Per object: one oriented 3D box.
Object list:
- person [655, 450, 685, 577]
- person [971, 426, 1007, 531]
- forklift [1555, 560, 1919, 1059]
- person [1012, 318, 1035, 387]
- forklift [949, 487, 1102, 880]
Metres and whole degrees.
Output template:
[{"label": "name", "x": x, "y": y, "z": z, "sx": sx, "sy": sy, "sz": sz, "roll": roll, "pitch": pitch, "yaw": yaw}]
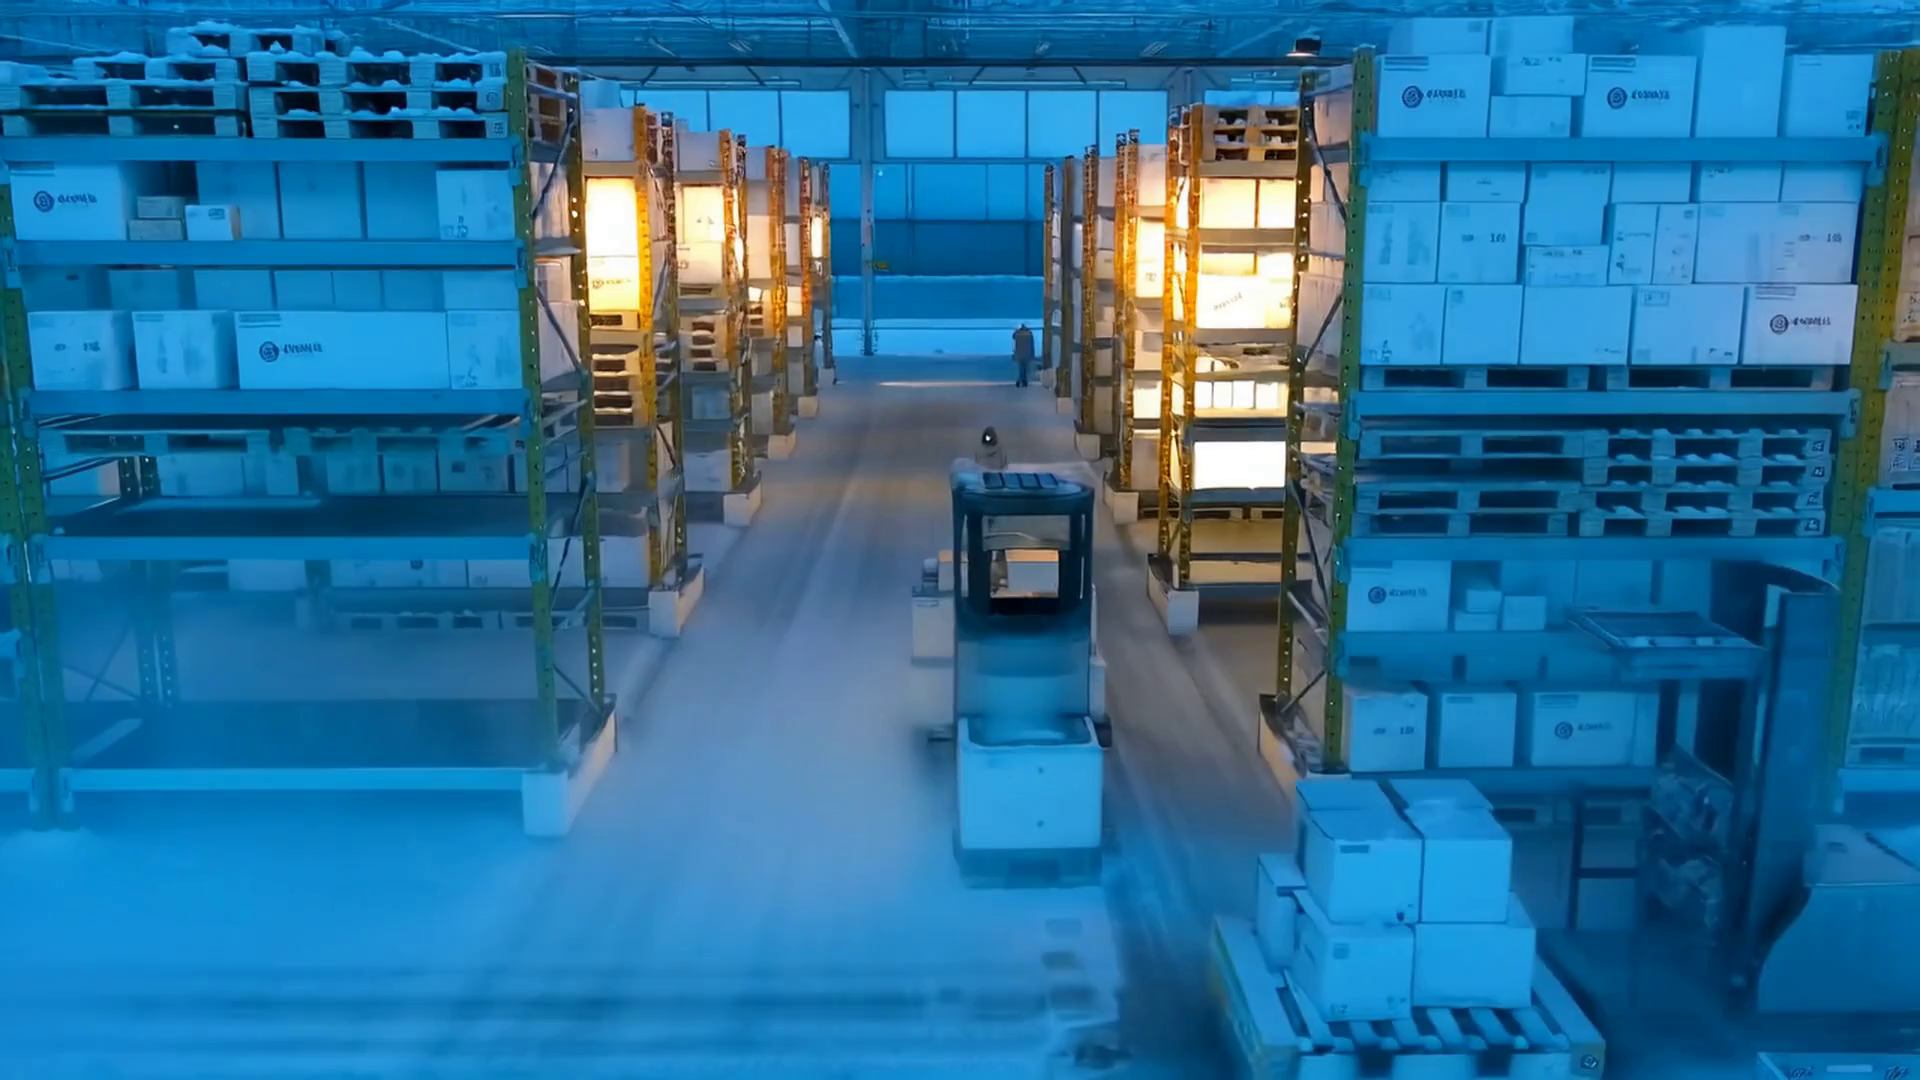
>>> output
[{"label": "person", "x": -3.828, "y": -0.348, "z": 22.110, "sx": 0.855, "sy": 1.808, "sz": 0.650, "roll": 0, "pitch": 11, "yaw": 2}, {"label": "person", "x": 0.421, "y": -0.935, "z": 25.509, "sx": 0.513, "sy": 1.607, "sz": 0.731, "roll": 5, "pitch": 12, "yaw": 23}, {"label": "forklift", "x": 4.756, "y": 1.561, "z": 9.962, "sx": 1.873, "sy": 2.768, "sz": 1.129, "roll": 0, "pitch": 11, "yaw": -1}, {"label": "person", "x": 1.733, "y": -5.136, "z": 45.624, "sx": 0.647, "sy": 1.892, "sz": 0.442, "roll": 0, "pitch": 11, "yaw": 0}, {"label": "forklift", "x": 0.495, "y": 0.986, "z": 12.813, "sx": 1.129, "sy": 2.768, "sz": 1.873, "roll": 0, "pitch": 11, "yaw": -2}]
